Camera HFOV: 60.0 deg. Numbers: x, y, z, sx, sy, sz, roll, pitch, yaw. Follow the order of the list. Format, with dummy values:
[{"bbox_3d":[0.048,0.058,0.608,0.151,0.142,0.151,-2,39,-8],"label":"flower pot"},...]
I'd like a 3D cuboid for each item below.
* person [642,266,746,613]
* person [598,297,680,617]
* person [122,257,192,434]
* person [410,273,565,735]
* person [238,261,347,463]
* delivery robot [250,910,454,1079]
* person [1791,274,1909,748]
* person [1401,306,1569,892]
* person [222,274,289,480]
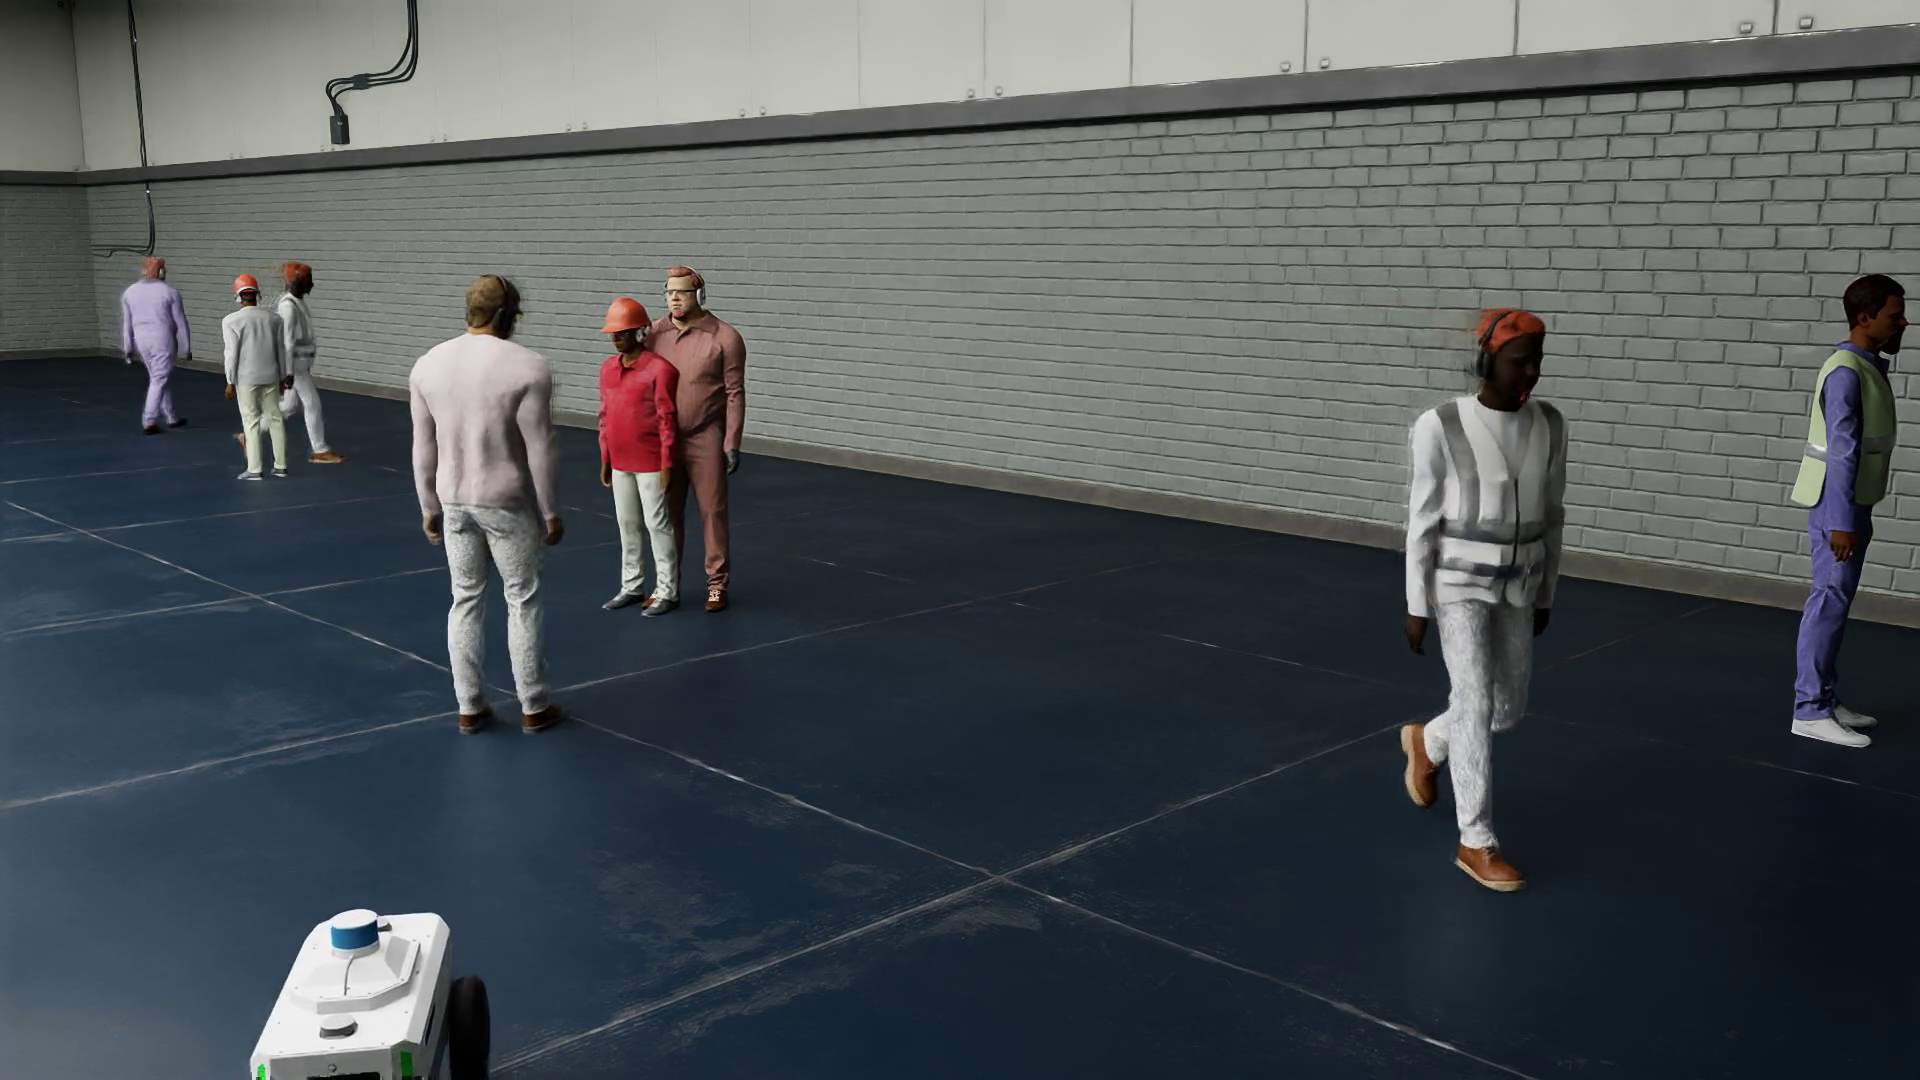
[{"bbox_3d":[-1.508,-0.548,9.202,0.639,1.909,0.409,2,11,12],"label":"person"},{"bbox_3d":[-1.781,-0.451,9.116,0.570,1.743,0.351,7,13,35],"label":"person"},{"bbox_3d":[-8.502,-2.062,17.644,0.651,1.851,1.012,1,10,8],"label":"person"},{"bbox_3d":[-1.953,-0.136,6.923,0.645,1.922,0.446,3,11,16],"label":"person"},{"bbox_3d":[-6.108,-1.590,15.055,0.863,1.852,0.621,-2,11,-12],"label":"person"},{"bbox_3d":[-1.353,1.080,3.753,0.477,0.478,0.707,-2,11,-11],"label":"delivery robot"},{"bbox_3d":[3.659,-0.128,6.877,0.392,1.919,0.591,7,12,32],"label":"person"},{"bbox_3d":[1.695,0.155,5.507,0.578,1.861,0.752,-3,11,-17],"label":"person"},{"bbox_3d":[-6.031,-1.391,14.218,0.338,1.747,0.570,7,13,34],"label":"person"}]
